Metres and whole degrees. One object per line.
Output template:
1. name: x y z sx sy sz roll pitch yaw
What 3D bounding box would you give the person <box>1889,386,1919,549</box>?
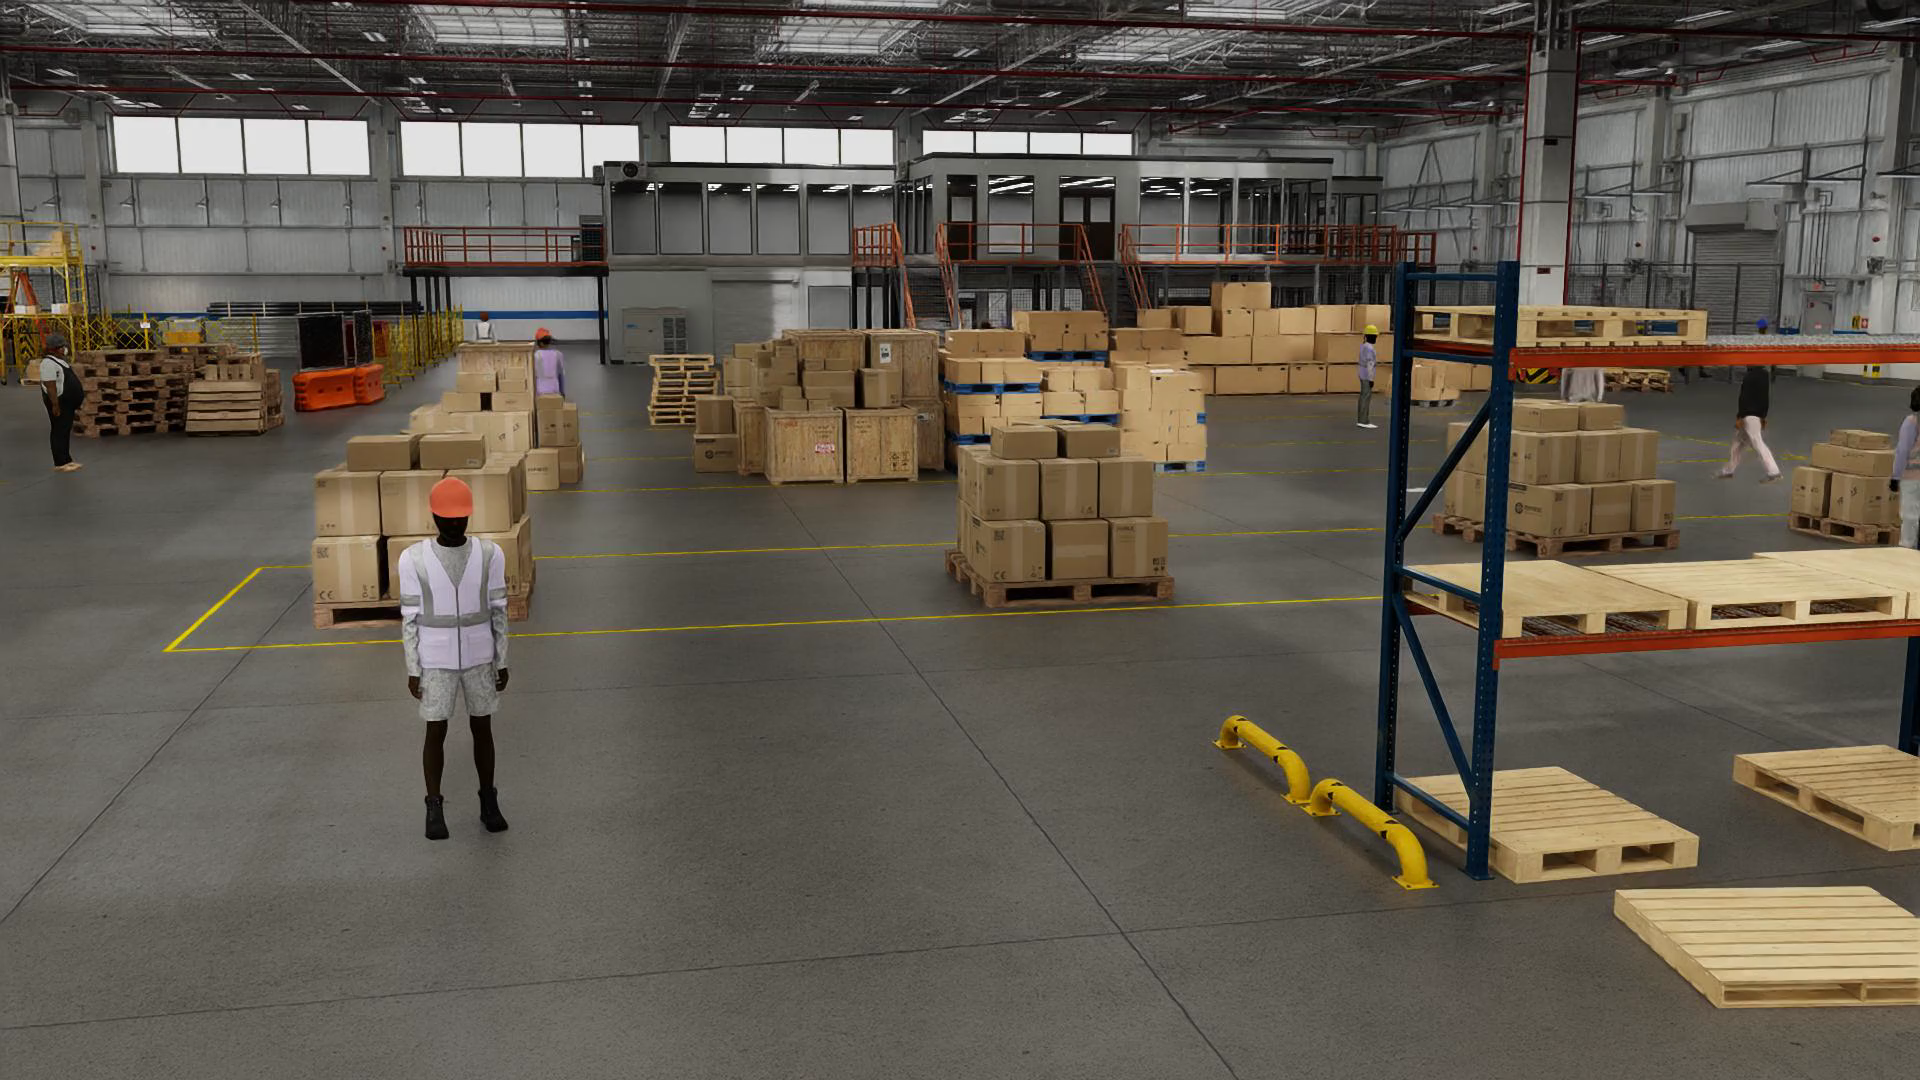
1. person: 9.735 -0.643 16.767 0.625 1.825 0.748 -5 11 -29

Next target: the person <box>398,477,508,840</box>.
1. person: -2.639 0.622 8.746 0.542 1.928 0.399 -4 10 -24

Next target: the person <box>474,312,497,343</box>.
1. person: -12.448 -5.062 43.619 0.585 1.854 0.905 0 9 -1

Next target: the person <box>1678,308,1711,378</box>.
1. person: 20.137 -5.399 45.501 0.546 1.907 0.913 -9 13 -44

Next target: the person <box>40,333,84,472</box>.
1. person: -13.221 -2.028 24.541 0.539 2.000 0.689 -2 10 -15

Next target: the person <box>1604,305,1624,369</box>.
1. person: 17.998 -5.550 46.251 0.905 1.970 0.616 7 12 38

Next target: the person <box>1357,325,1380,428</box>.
1. person: 7.645 -3.057 31.157 0.363 1.928 0.587 0 9 -1

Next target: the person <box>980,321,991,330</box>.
1. person: 0.586 -3.873 36.458 0.429 1.831 0.627 5 11 29

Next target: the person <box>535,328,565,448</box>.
1. person: -6.775 -2.450 27.185 0.449 2.027 0.606 9 13 43

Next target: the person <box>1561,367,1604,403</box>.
1. person: 9.877 -2.251 26.394 0.628 1.891 0.987 1 9 6

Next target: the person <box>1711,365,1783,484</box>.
1. person: 11.083 -1.764 23.223 1.004 1.950 0.626 9 13 44

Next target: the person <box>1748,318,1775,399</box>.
1. person: 17.297 -3.824 35.878 0.604 1.919 0.851 6 11 32
